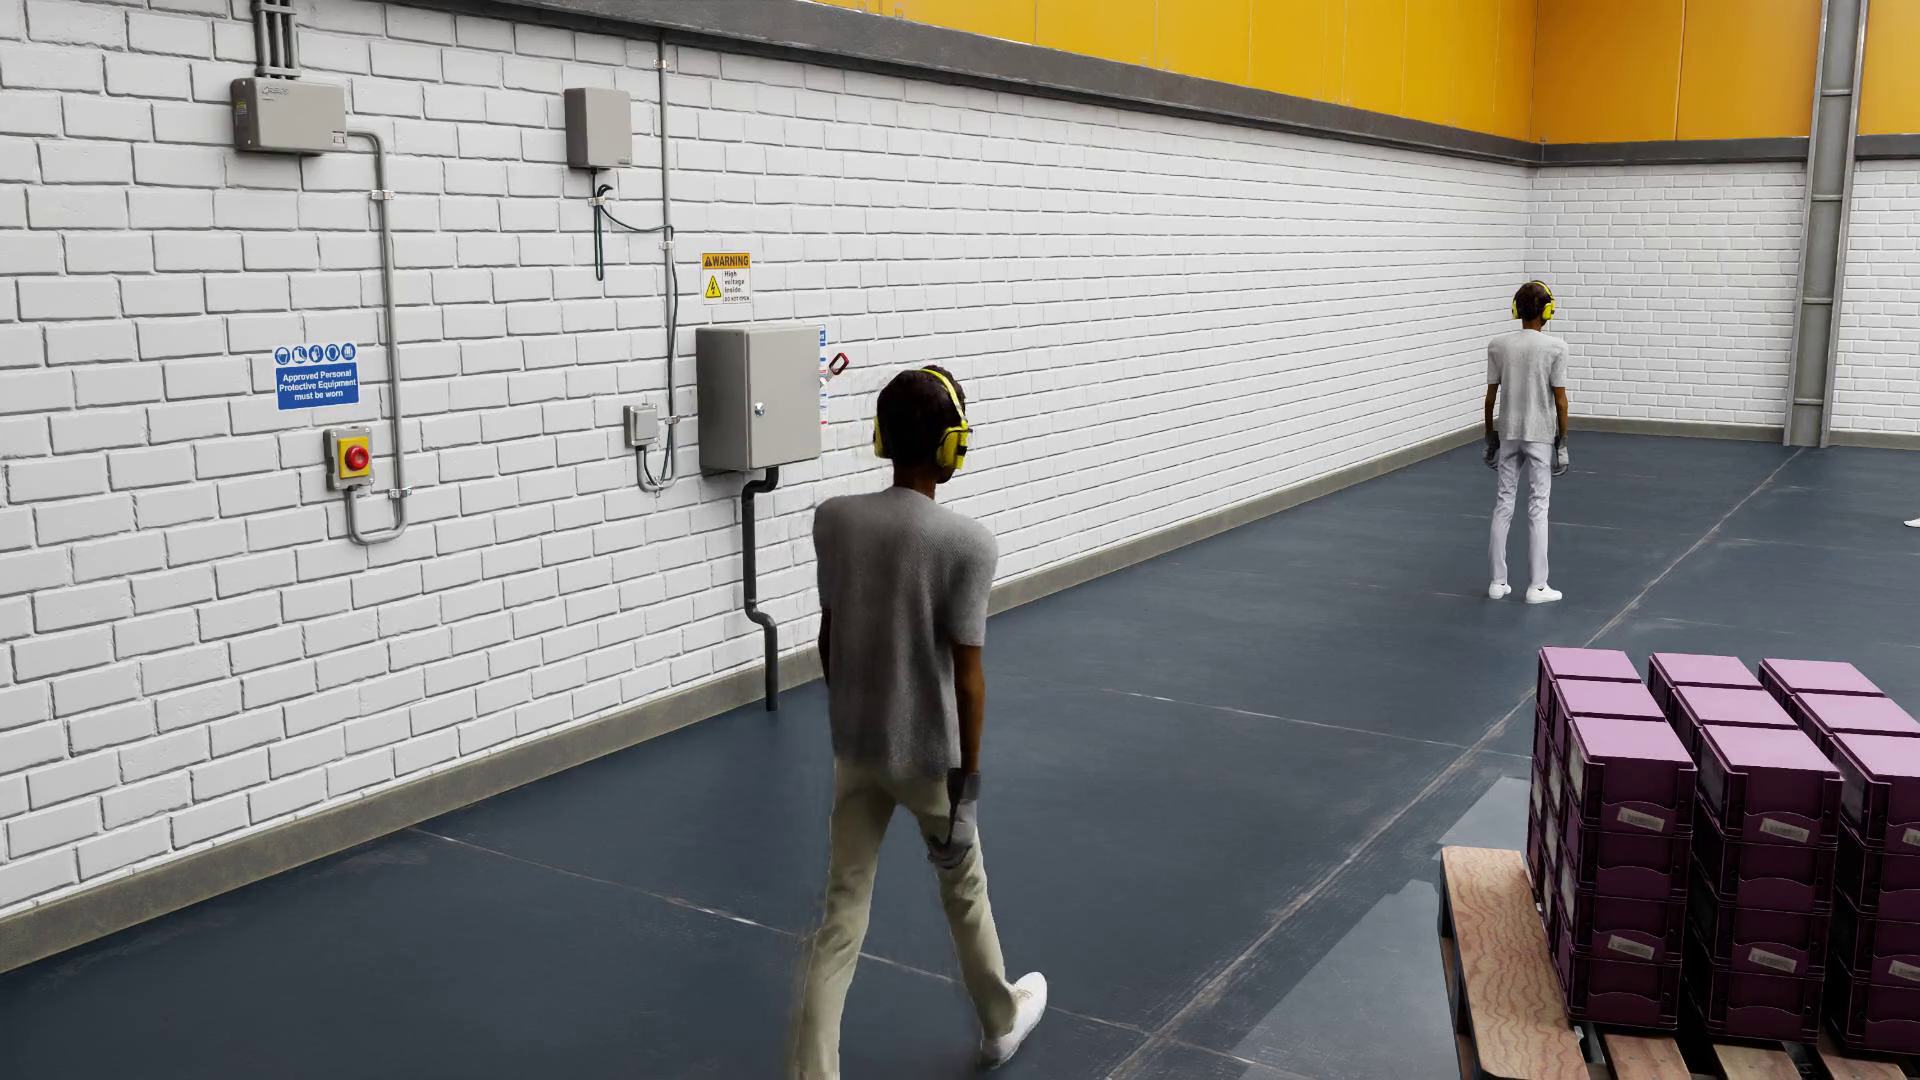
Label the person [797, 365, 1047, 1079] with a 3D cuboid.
[{"bbox_3d":[-0.127,0.502,3.929,0.537,1.816,0.992,5,11,26],"label":"person"}]

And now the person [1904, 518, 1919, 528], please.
[{"bbox_3d":[7.100,-0.982,11.881,0.403,1.906,0.651,1,10,4],"label":"person"}]

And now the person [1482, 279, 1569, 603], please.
[{"bbox_3d":[3.297,-0.568,9.683,0.516,1.875,0.329,9,13,40],"label":"person"}]
